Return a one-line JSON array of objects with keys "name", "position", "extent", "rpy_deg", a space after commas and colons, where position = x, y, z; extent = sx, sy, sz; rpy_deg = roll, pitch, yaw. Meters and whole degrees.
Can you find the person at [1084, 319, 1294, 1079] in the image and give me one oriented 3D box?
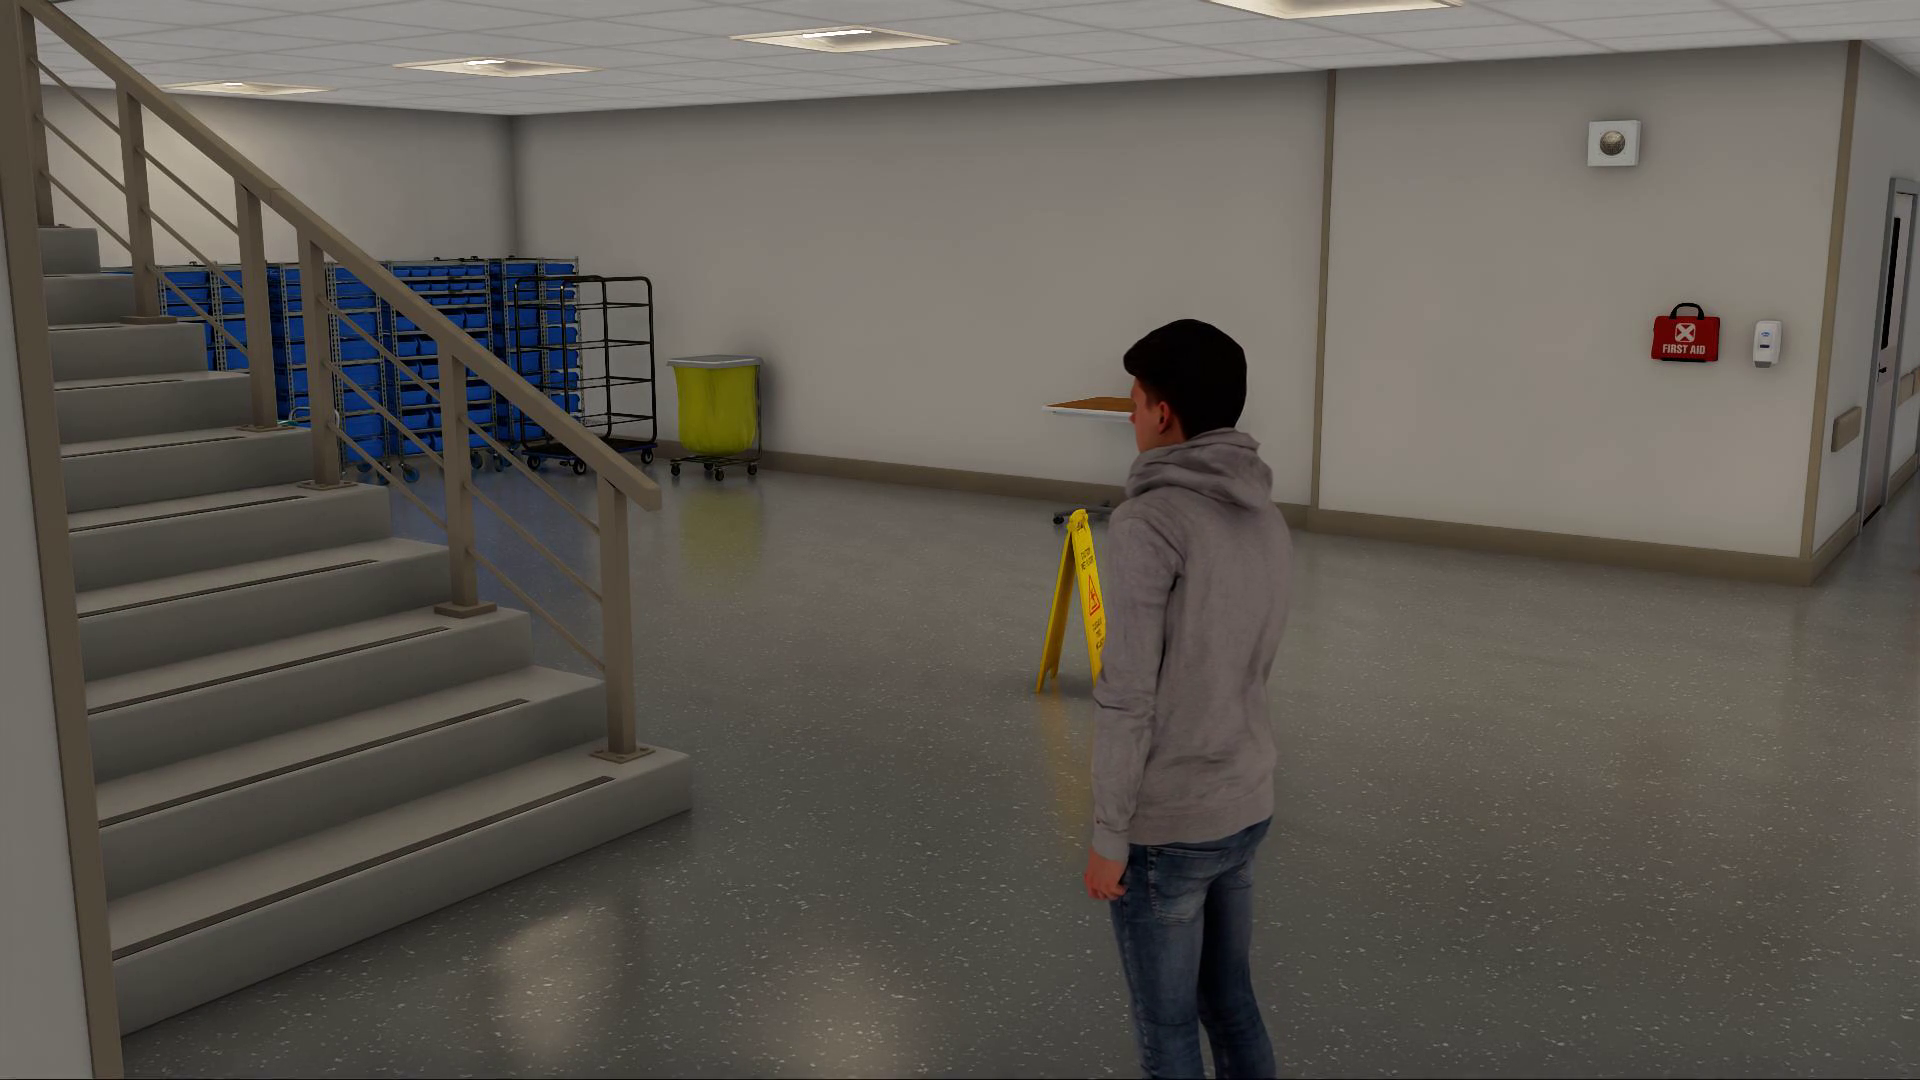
[{"name": "person", "position": [0.442, 0.514, 3.121], "extent": [0.557, 1.852, 0.642], "rpy_deg": [7, 13, 34]}]
